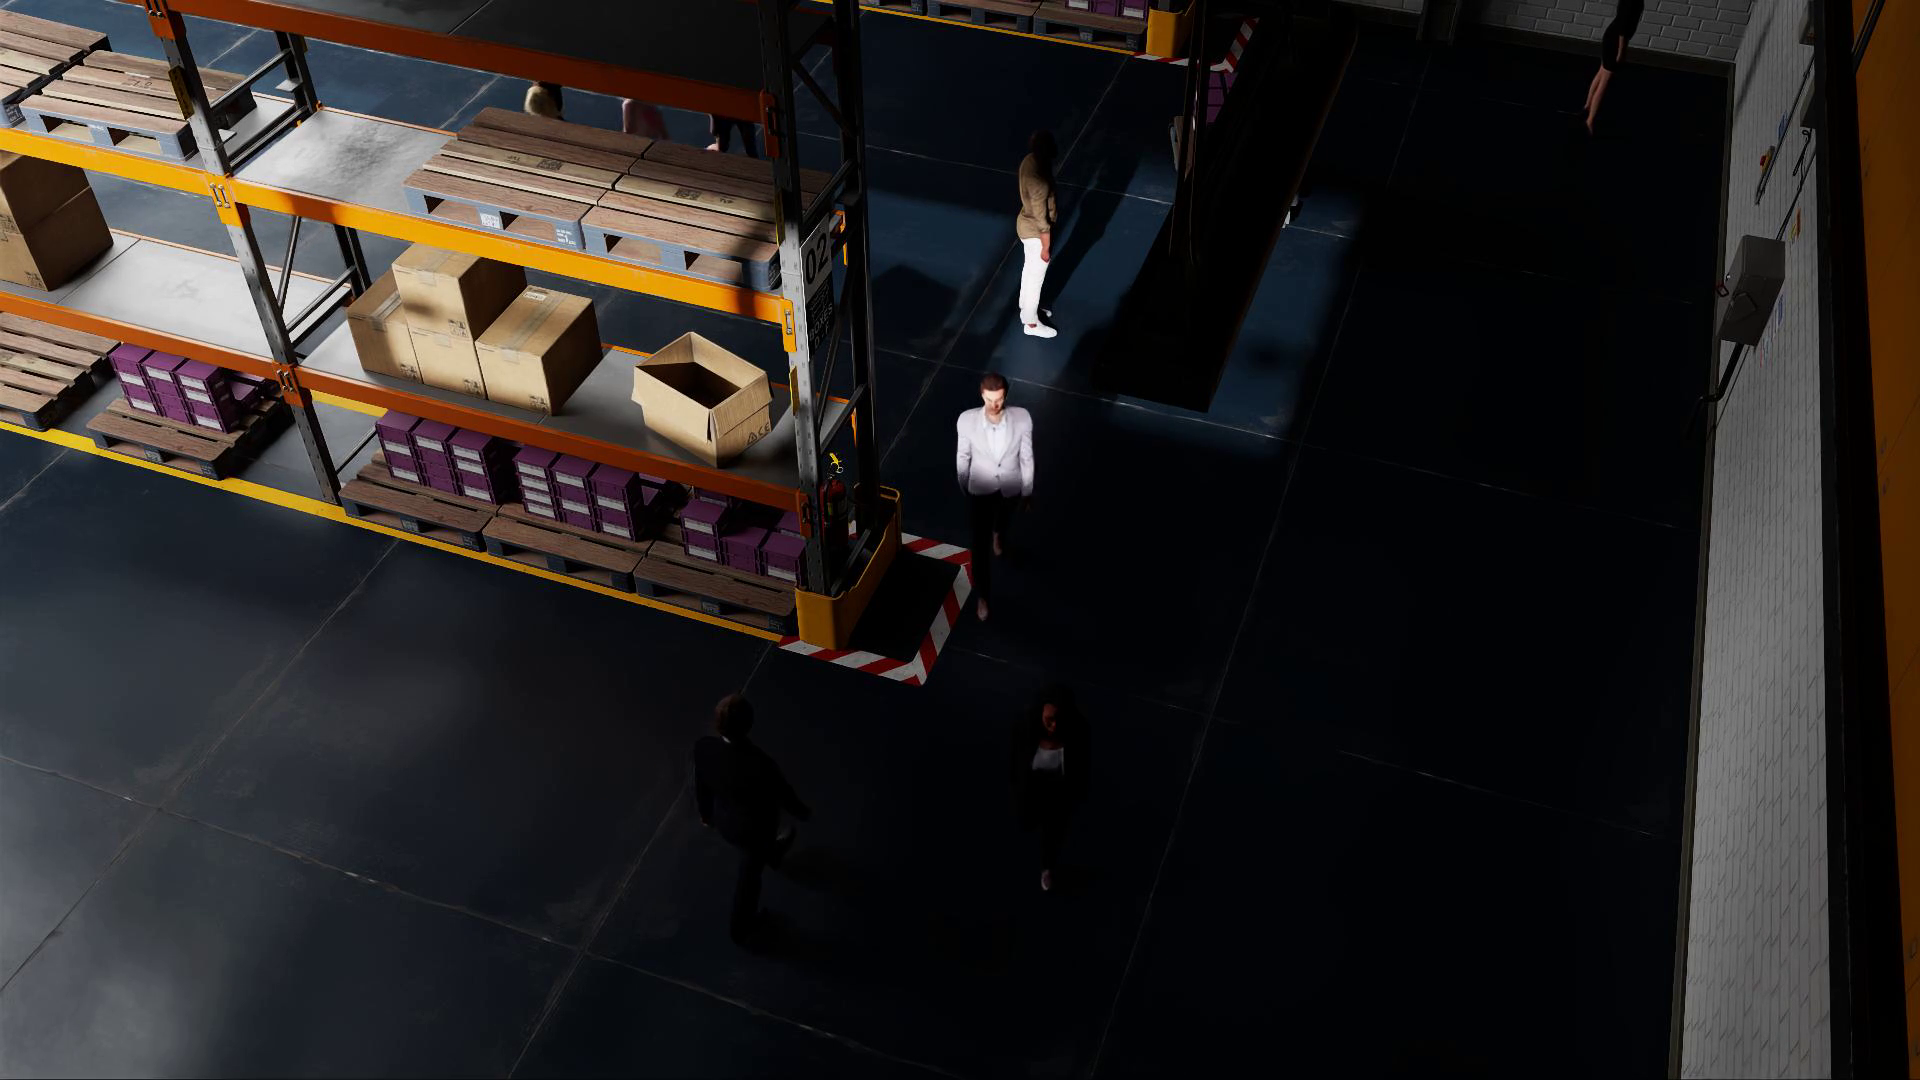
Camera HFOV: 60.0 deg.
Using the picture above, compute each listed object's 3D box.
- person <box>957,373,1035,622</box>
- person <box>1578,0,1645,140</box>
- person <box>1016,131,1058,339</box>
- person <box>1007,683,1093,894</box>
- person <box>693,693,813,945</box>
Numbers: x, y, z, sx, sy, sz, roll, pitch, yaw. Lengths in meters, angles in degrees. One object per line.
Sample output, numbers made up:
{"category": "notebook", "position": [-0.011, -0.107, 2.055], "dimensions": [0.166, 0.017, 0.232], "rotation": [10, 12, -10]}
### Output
{"category": "person", "position": [0.255, -0.448, 11.343], "dimensions": [1.240, 1.811, 1.066], "rotation": [-2, 44, -3]}
{"category": "person", "position": [6.227, -4.704, 15.817], "dimensions": [0.526, 1.800, 0.613], "rotation": [9, 44, 9]}
{"category": "person", "position": [0.626, -2.496, 13.481], "dimensions": [0.751, 1.825, 0.796], "rotation": [-3, 44, -3]}
{"category": "person", "position": [0.513, 1.343, 9.615], "dimensions": [0.884, 1.600, 0.851], "rotation": [1, 44, 1]}
{"category": "person", "position": [-1.239, 1.590, 9.225], "dimensions": [1.048, 1.780, 0.885], "rotation": [24, 49, 23]}
